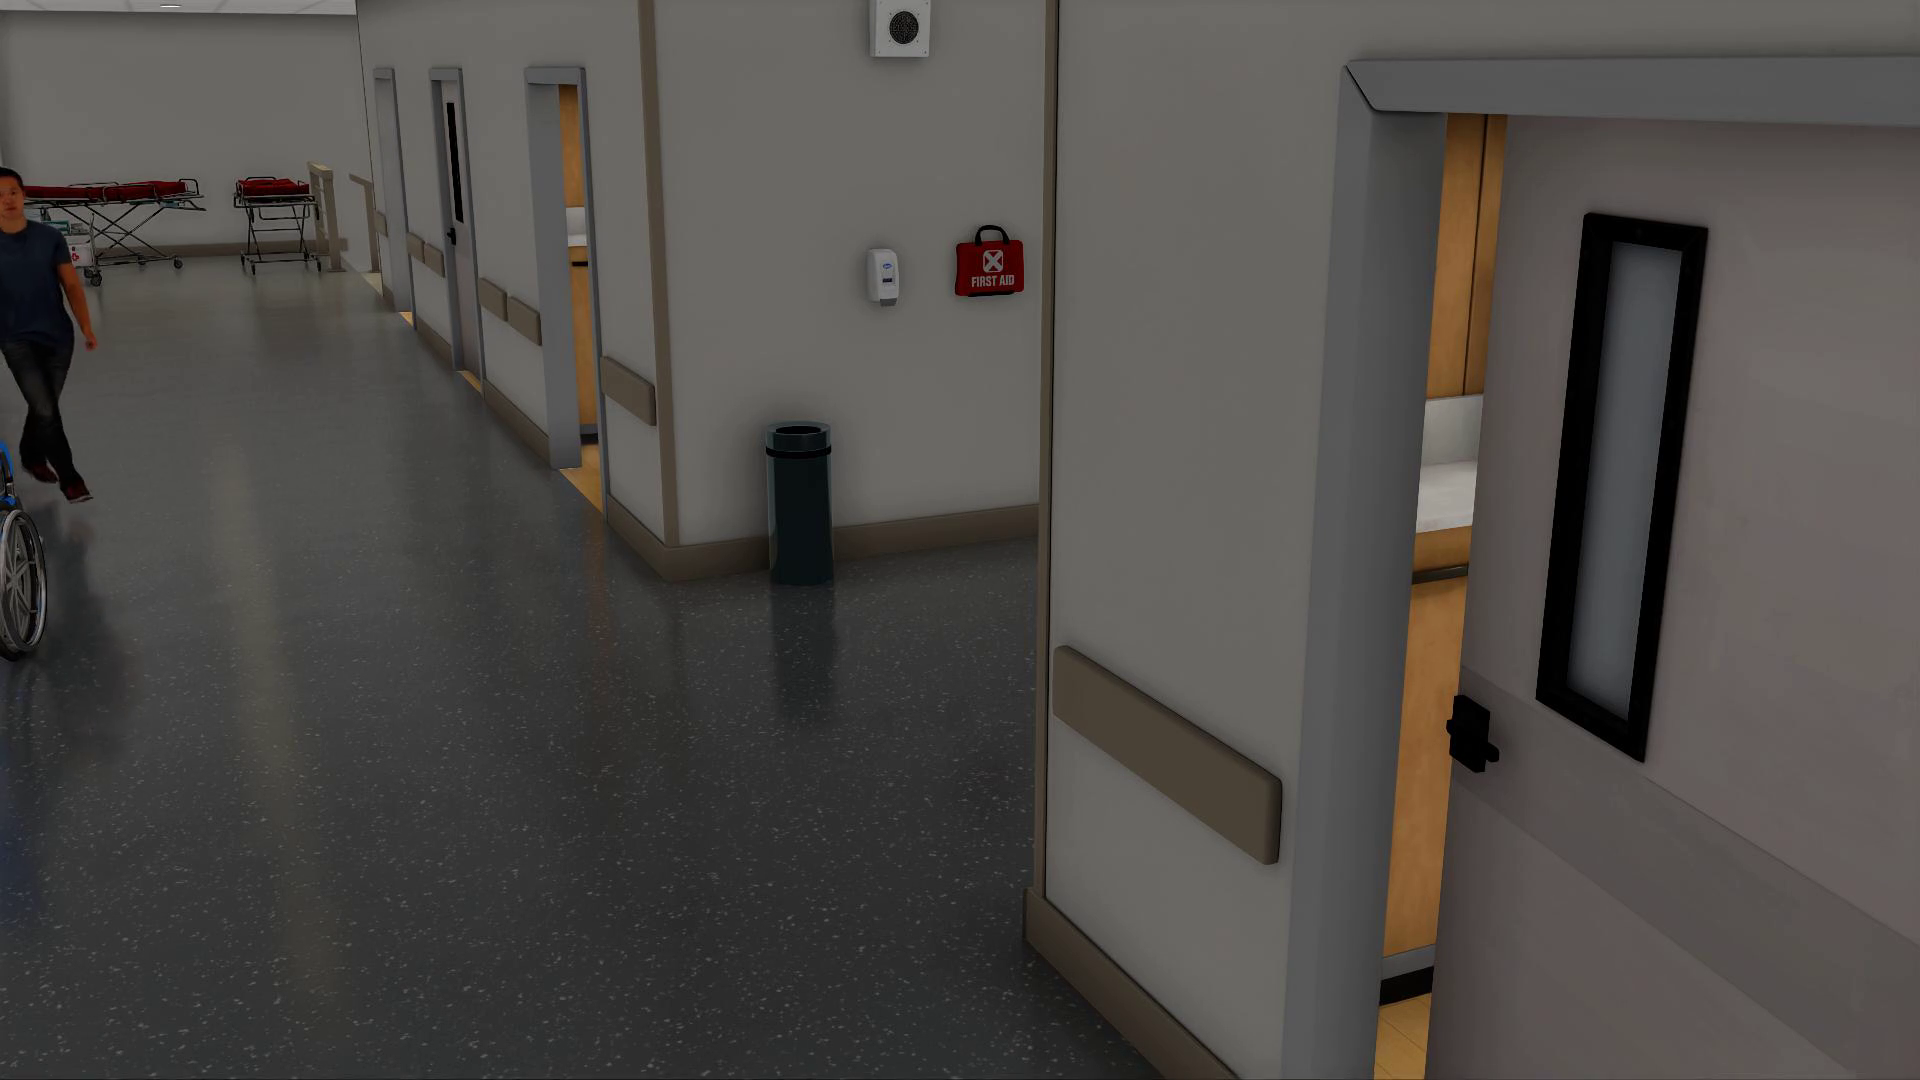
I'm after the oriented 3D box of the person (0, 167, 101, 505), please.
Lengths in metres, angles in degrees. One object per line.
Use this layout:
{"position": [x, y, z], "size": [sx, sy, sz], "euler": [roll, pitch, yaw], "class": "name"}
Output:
{"position": [-5.044, -1.078, 9.015], "size": [1.307, 1.751, 1.003], "euler": [13, 20, 38], "class": "person"}
